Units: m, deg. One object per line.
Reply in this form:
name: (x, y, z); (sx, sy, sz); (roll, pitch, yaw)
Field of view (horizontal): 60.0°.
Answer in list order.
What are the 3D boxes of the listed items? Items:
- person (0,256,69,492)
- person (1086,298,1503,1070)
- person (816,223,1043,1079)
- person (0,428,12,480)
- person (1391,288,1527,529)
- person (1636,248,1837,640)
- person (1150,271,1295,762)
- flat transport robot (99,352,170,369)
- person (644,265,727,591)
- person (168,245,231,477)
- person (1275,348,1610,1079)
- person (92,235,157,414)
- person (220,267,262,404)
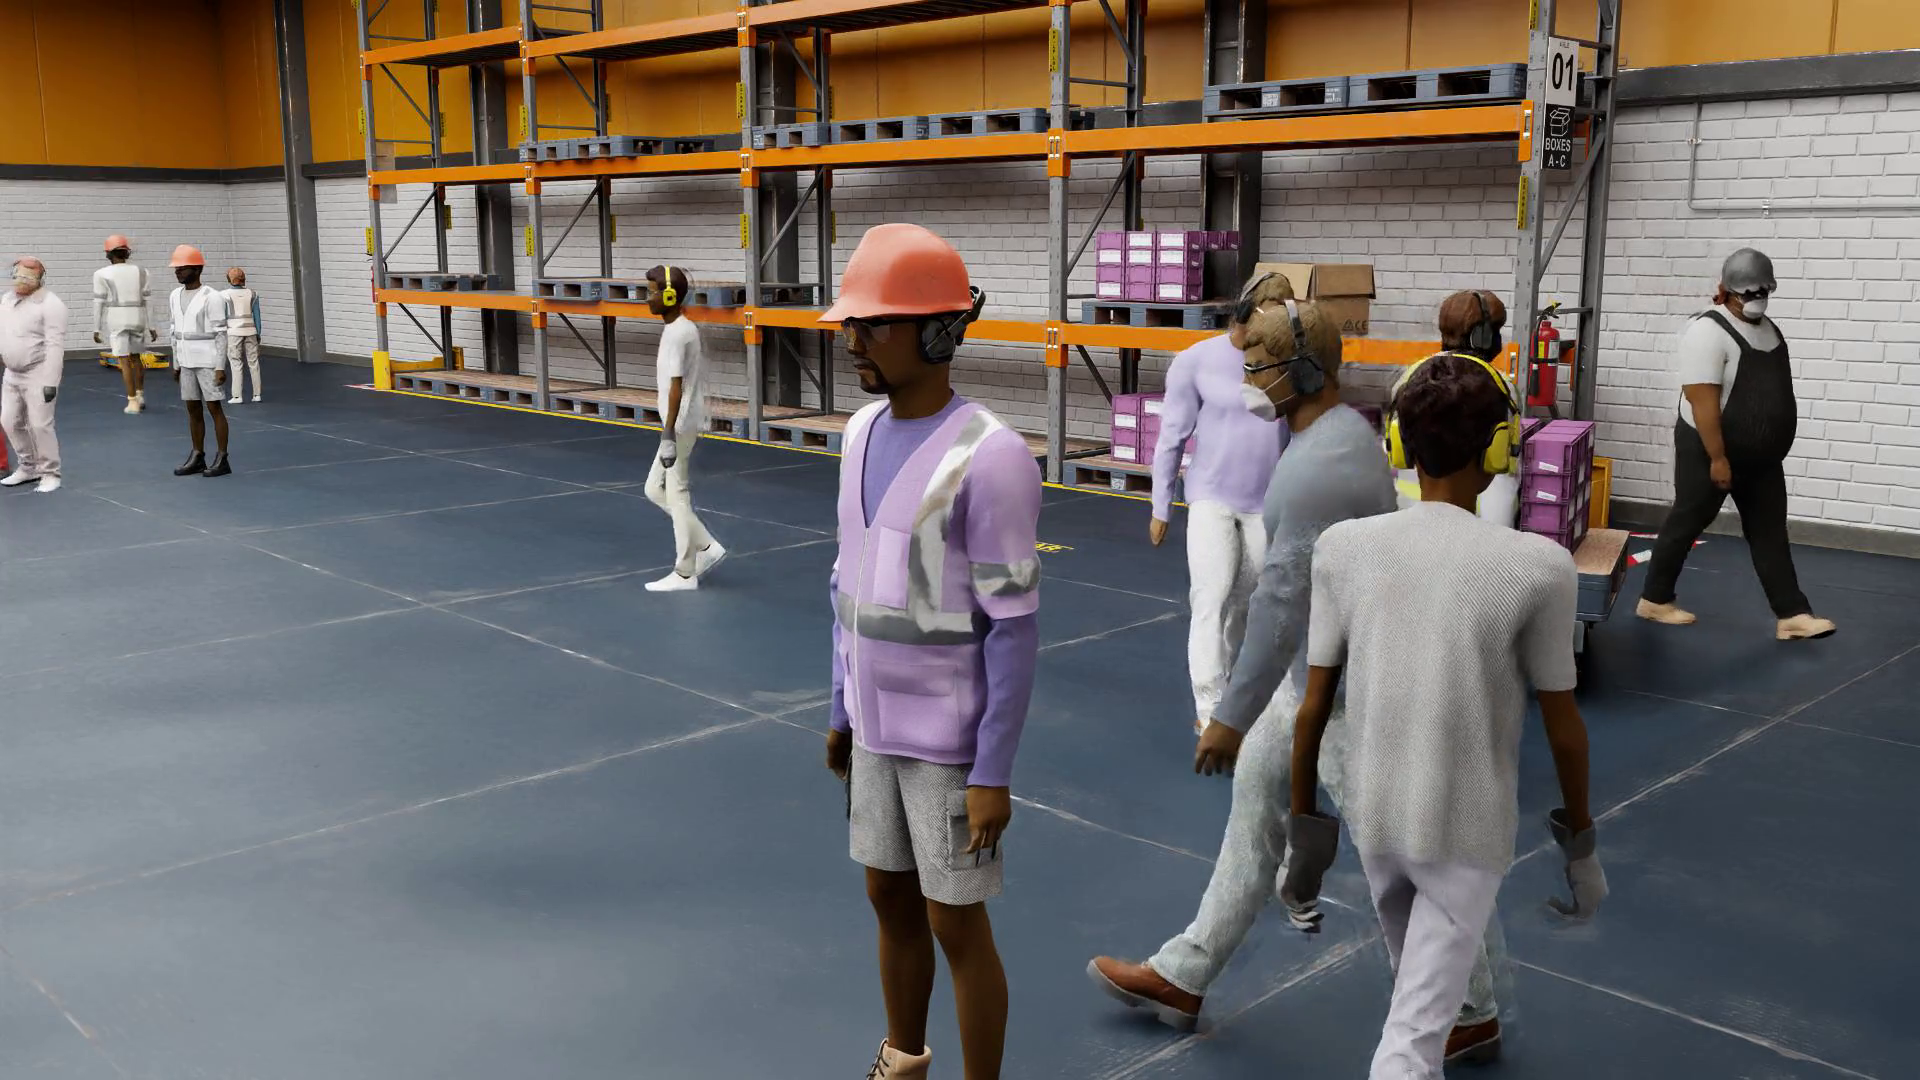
person: (-7.341, -1.299, 13.138); (0.748, 1.866, 0.414); (4, 11, 21)
person: (0.864, 0.367, 4.035); (1.058, 1.877, 0.650); (2, 11, 10)
person: (-0.103, 0.381, 3.458); (0.373, 2.042, 0.615); (-8, 13, -36)
person: (-8.097, -1.278, 13.425); (0.534, 1.706, 0.890); (2, 11, 10)
person: (1.841, -0.011, 6.173); (0.445, 1.829, 0.651); (-4, 11, -22)
person: (3.888, -0.515, 8.351); (0.709, 2.000, 1.014); (-6, 12, -31)
person: (1.112, -0.090, 6.476); (0.653, 1.877, 0.894); (-2, 11, -9)
flat transport robot: (-12.639, -2.761, 25.431); (0.652, 0.197, 1.431); (-9, 13, -39)
person: (-1.627, -0.619, 9.424); (0.399, 1.857, 0.560); (-1, 10, -7)
person: (-6.402, -1.493, 13.965); (0.545, 1.939, 0.374); (4, 11, 21)
person: (0.886, 0.560, 3.117); (0.509, 1.810, 0.968); (10, 14, 44)
person: (-9.548, -2.452, 18.957); (0.692, 2.018, 0.630); (9, 14, 42)
person: (-8.659, -2.455, 20.026); (0.306, 1.640, 0.522); (9, 14, 41)
